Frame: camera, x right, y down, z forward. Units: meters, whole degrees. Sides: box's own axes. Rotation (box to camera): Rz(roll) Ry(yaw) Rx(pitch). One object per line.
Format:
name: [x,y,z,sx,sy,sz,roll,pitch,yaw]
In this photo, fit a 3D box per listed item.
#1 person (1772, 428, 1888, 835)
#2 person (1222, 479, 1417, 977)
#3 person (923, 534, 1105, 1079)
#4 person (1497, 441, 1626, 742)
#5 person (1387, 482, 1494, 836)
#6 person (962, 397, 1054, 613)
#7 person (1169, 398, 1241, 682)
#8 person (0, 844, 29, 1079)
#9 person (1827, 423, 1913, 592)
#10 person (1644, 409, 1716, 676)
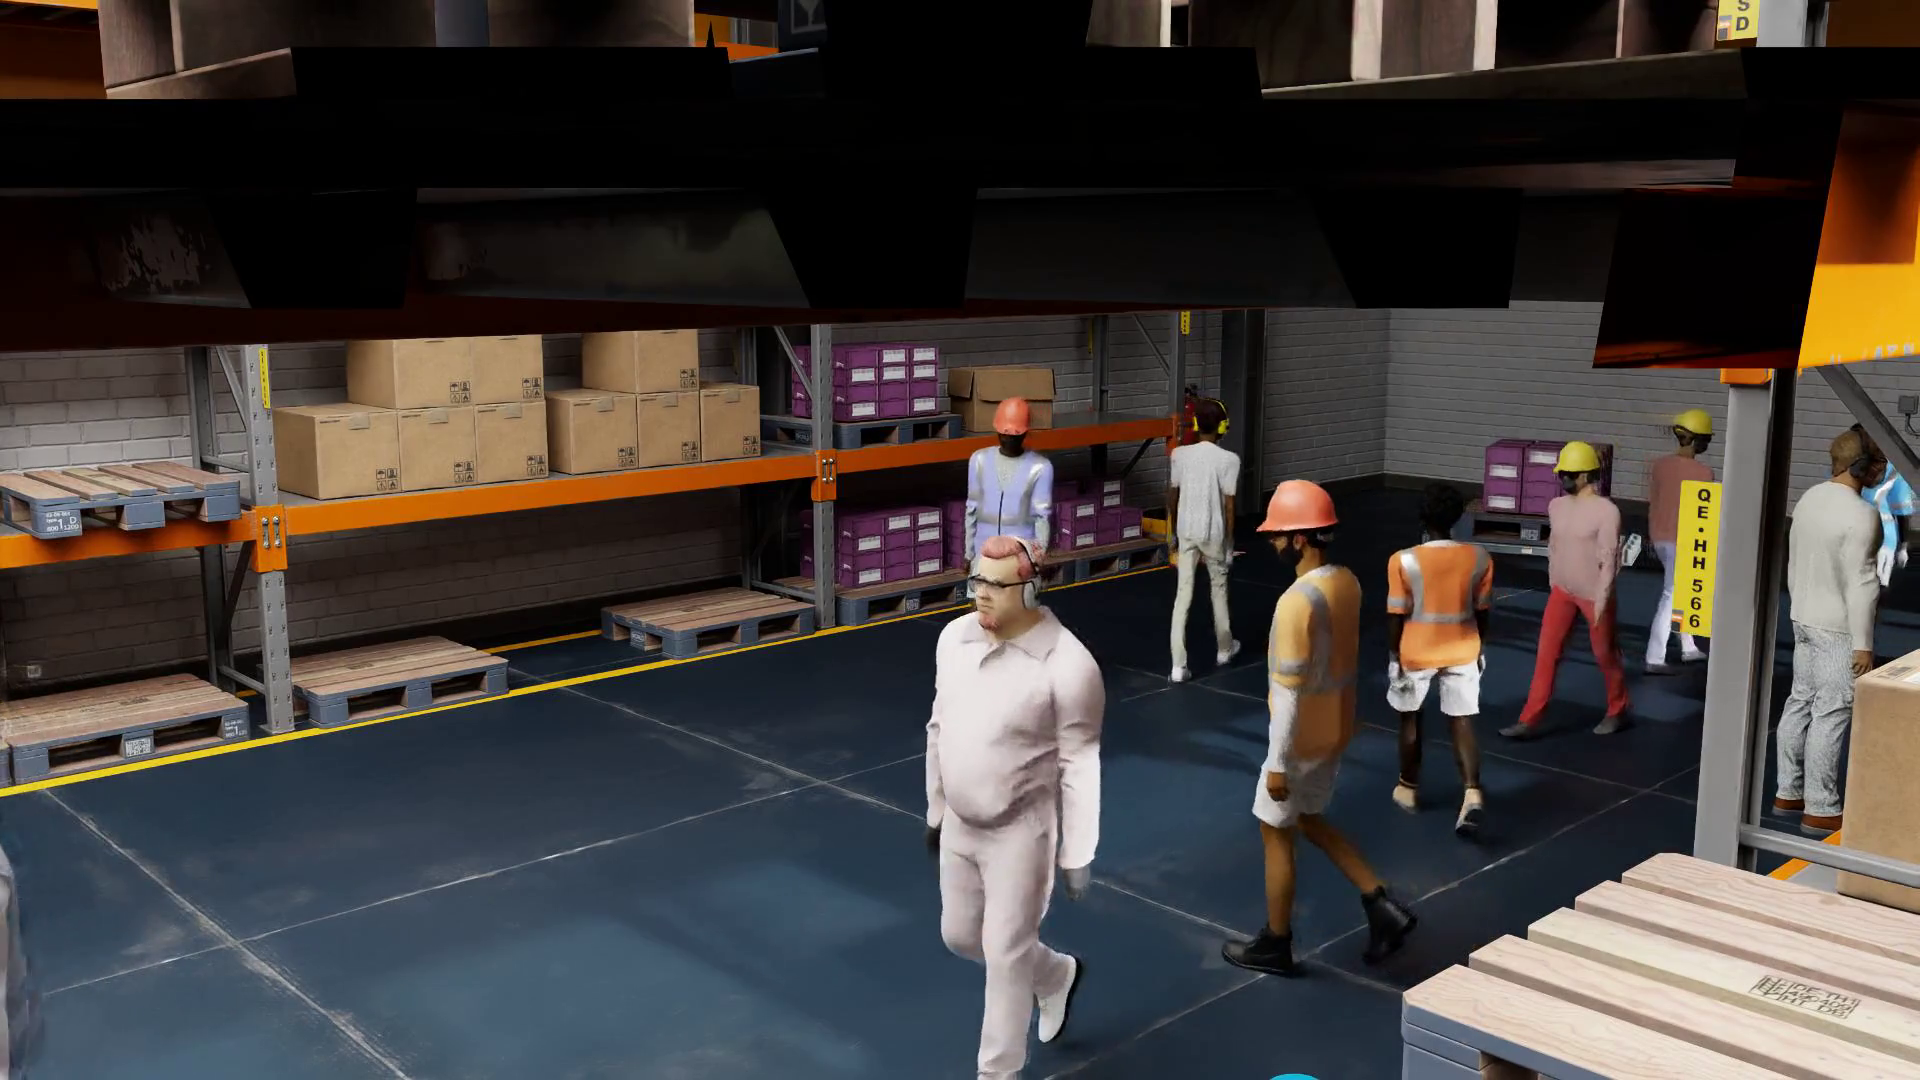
person: [4.154,0.431,7.917,0.354,1.936,0.635,0,10,1]
person: [1.338,0.731,6.207,0.644,1.922,0.561,7,12,37]
person: [0.177,0.898,5.319,0.710,1.889,0.655,-9,13,-44]
person: [3.488,0.299,9.352,0.901,1.709,0.537,-6,11,-29]
person: [2.289,0.558,7.931,0.529,1.674,0.748,0,10,-1]
person: [0.269,0.088,10.005,0.576,1.906,0.553,3,10,17]
person: [1.582,-0.014,10.871,0.537,1.819,0.987,5,11,26]
person: [-2.302,1.192,3.833,0.599,1.816,0.612,8,13,40]
person: [5.877,0.053,10.923,0.766,1.666,0.545,-6,11,-32]
person: [4.807,0.018,10.898,0.741,1.740,0.540,-2,10,-14]
